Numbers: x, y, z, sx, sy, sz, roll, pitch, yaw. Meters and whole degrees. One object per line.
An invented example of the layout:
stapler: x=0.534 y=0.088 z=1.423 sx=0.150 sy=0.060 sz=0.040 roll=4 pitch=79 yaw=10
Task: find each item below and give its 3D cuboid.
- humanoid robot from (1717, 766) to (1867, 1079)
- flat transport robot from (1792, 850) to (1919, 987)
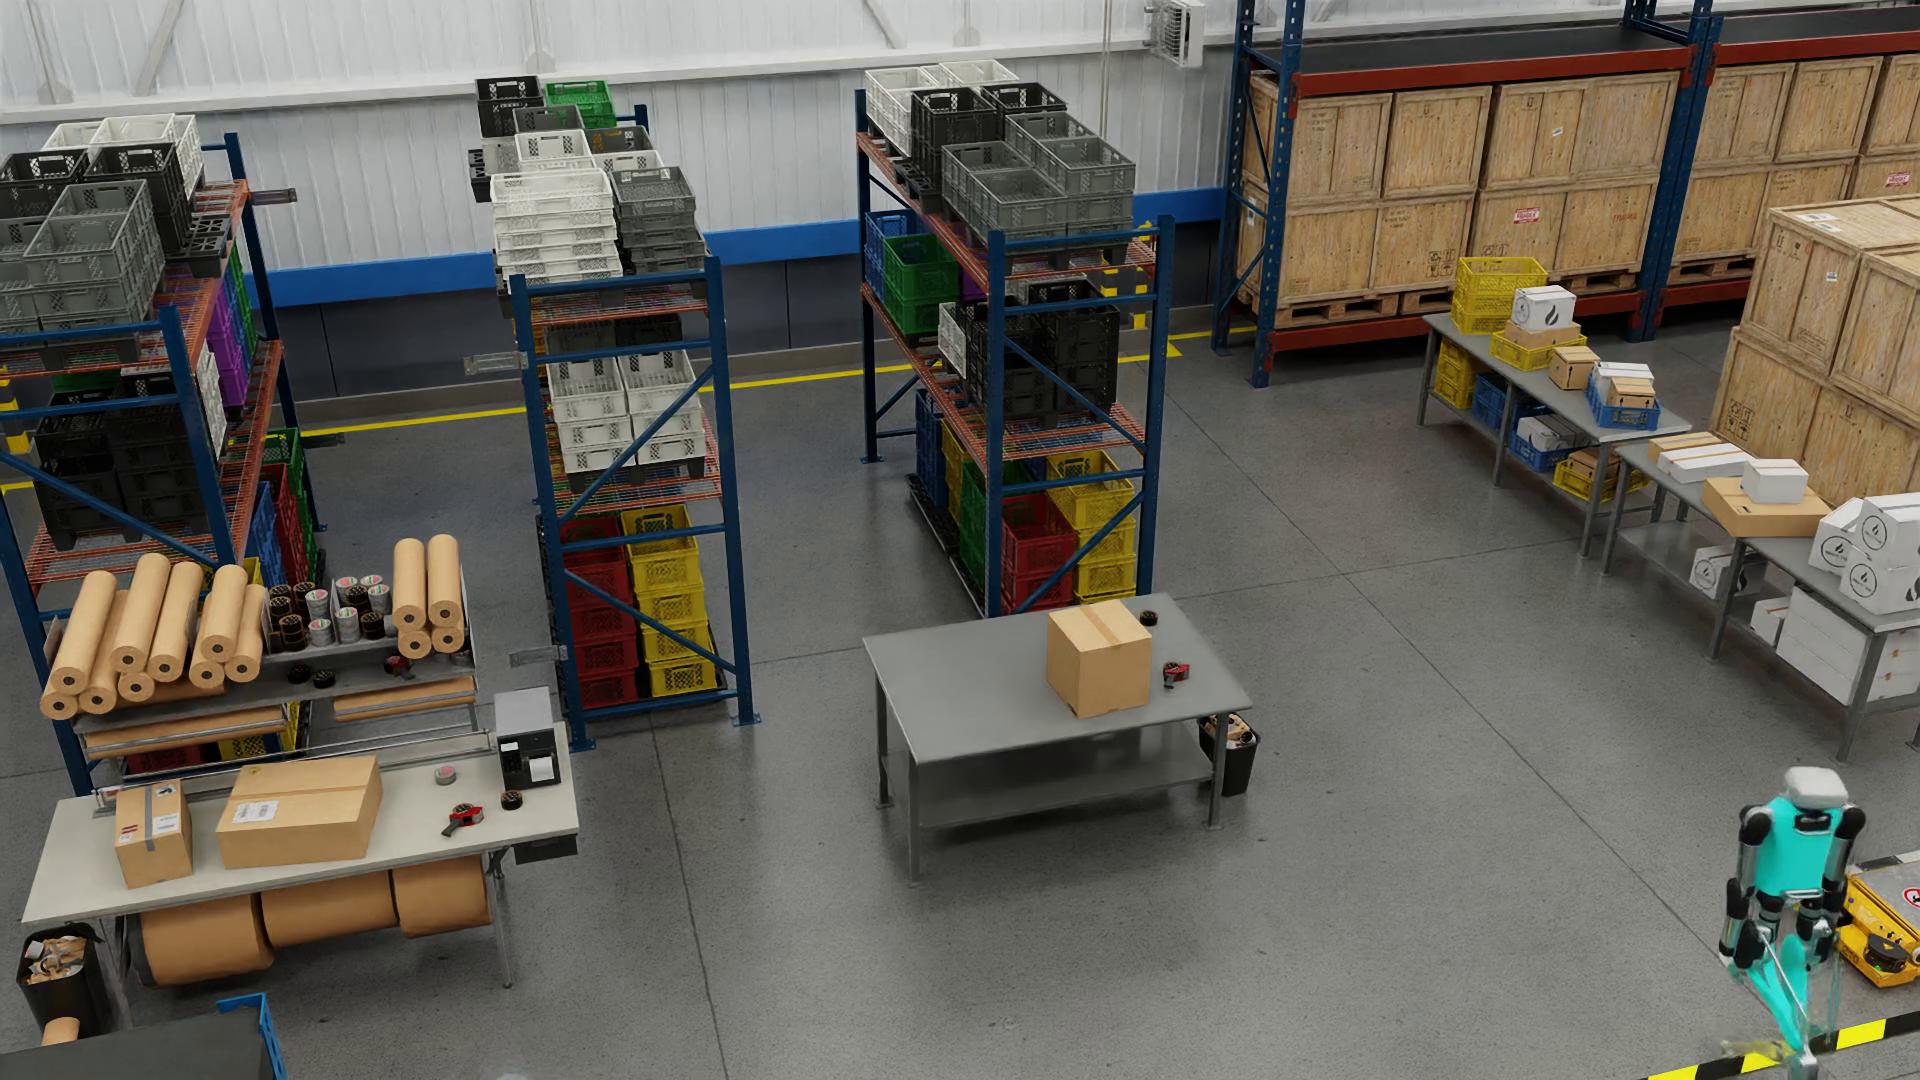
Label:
humanoid robot: x=3.674 y=1.926 z=7.211 sx=0.530 sy=1.785 sz=1.053 roll=-3 pitch=29 yaw=-5
flat transport robot: x=5.163 y=1.916 z=8.676 sx=1.431 sy=0.231 sz=0.659 roll=-8 pitch=30 yaw=-14
